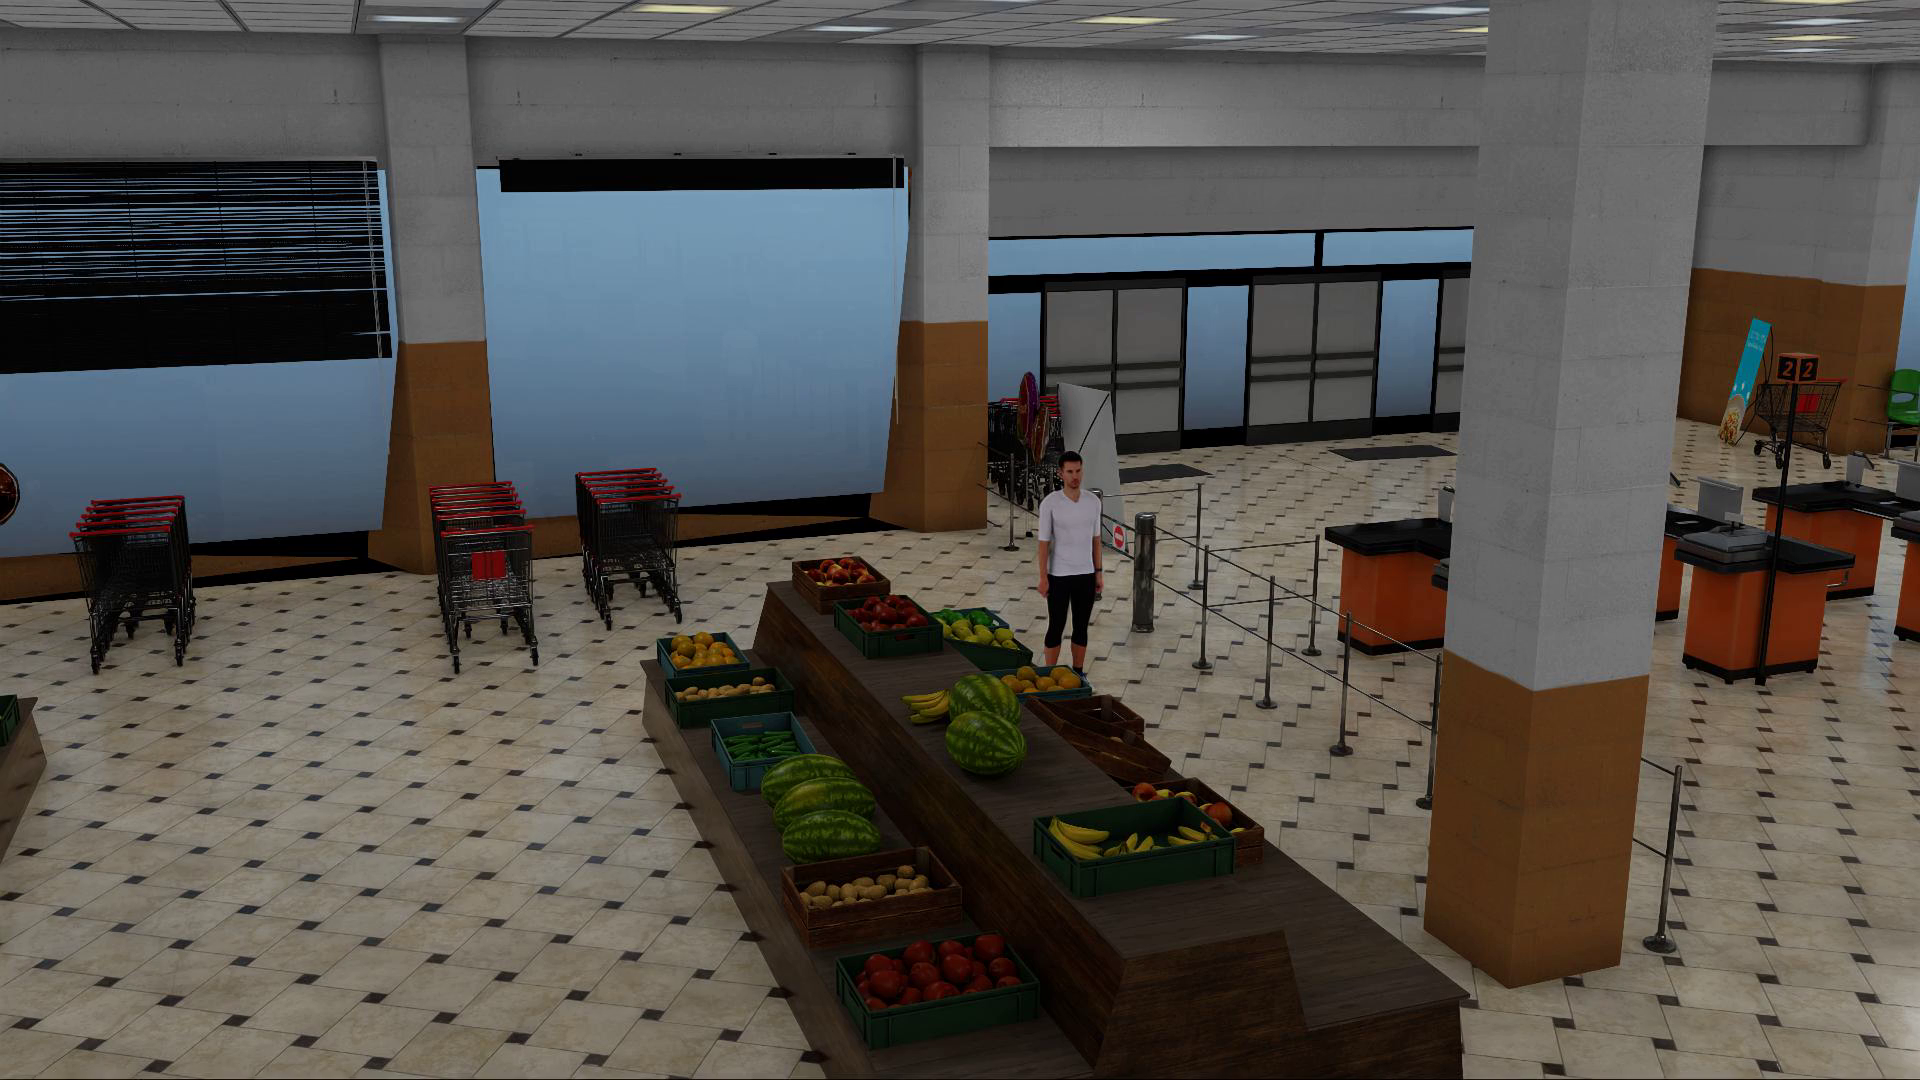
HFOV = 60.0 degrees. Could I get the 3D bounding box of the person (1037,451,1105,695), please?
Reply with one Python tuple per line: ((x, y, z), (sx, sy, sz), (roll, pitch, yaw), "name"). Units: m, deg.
((0.828, 0.243, 12.467), (0.667, 1.851, 0.528), (-5, 14, -19), "person")
